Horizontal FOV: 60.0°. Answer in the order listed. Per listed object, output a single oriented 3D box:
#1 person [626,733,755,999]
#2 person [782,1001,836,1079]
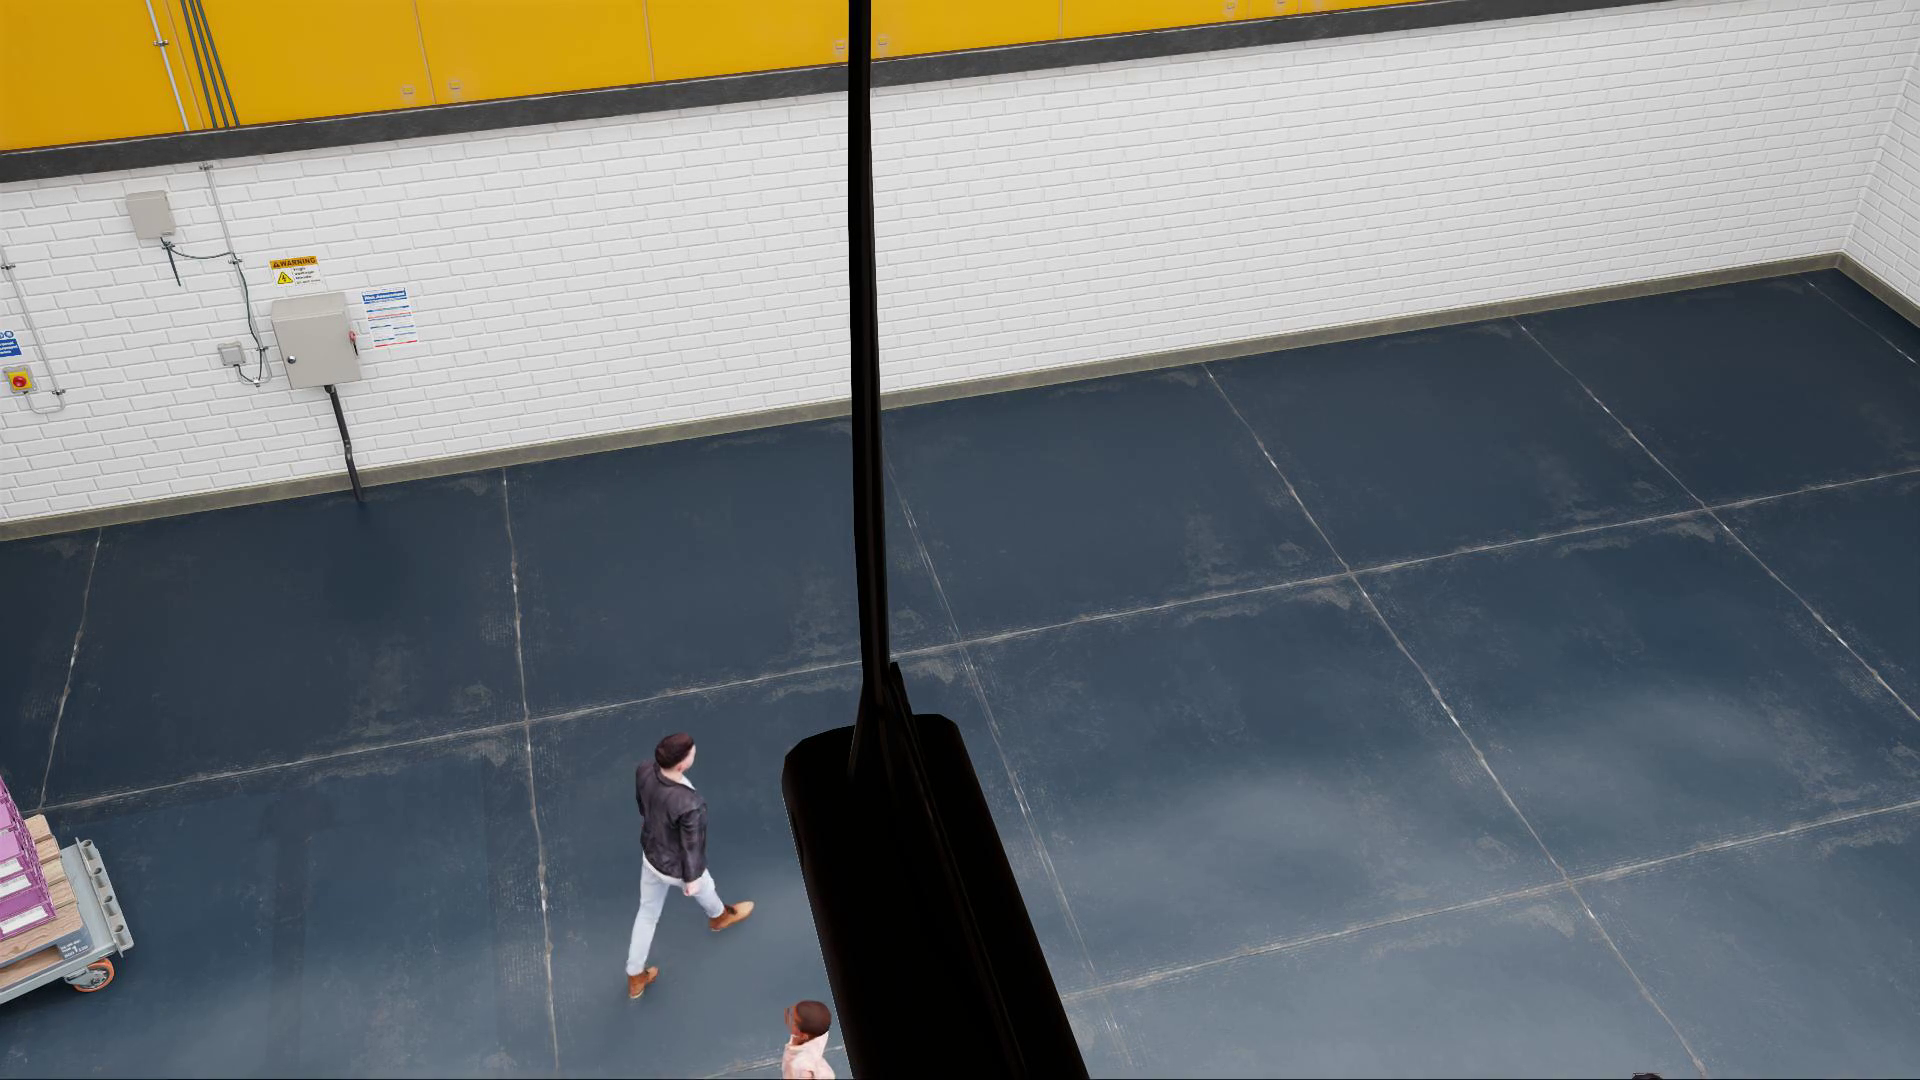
[{"bbox_3d":[-1.599,1.761,8.898,1.229,1.791,1.209,25,45,28],"label":"person"},{"bbox_3d":[-0.716,2.675,8.141,0.642,1.306,0.547,8,39,10],"label":"person"}]
